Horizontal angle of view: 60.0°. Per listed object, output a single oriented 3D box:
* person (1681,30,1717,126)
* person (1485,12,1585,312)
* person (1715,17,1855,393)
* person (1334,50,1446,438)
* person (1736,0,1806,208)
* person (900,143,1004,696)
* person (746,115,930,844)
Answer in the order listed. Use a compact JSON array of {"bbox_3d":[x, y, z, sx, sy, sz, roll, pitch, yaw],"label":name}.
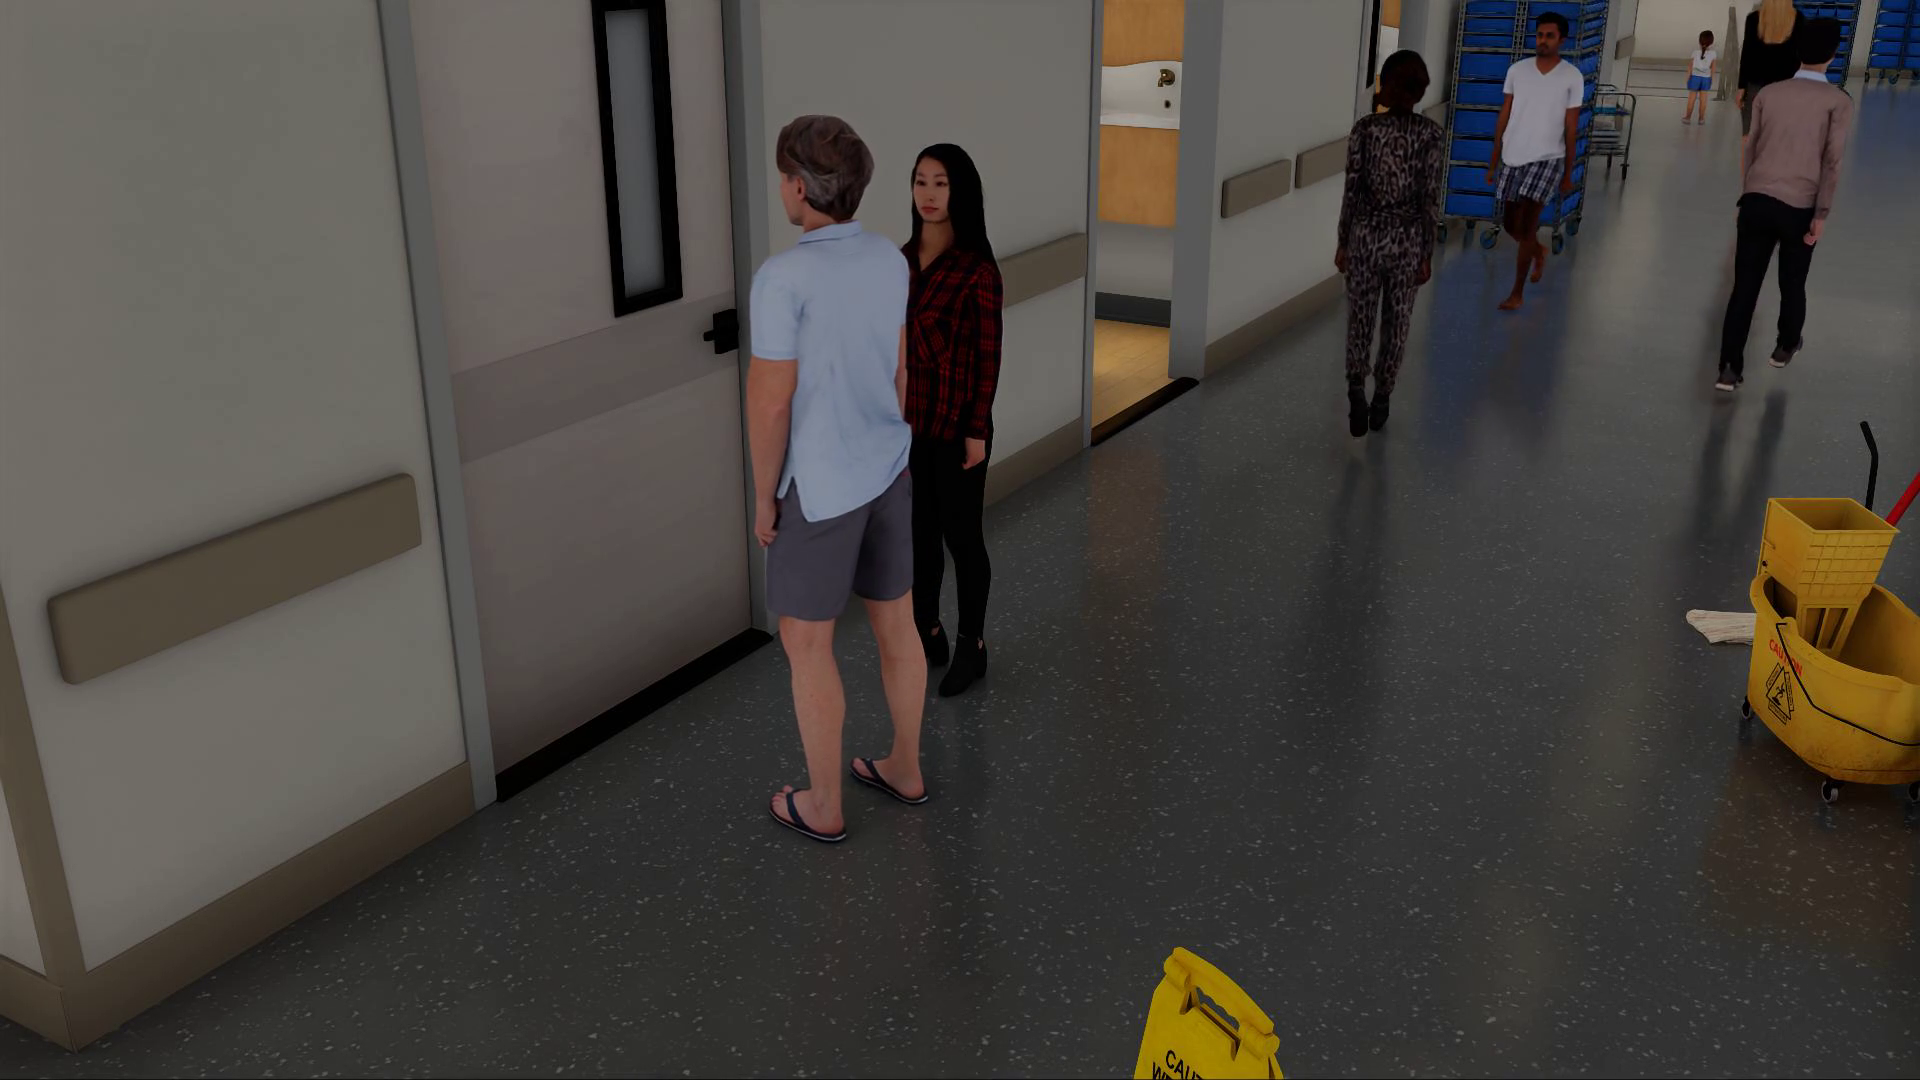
[{"bbox_3d":[8.334,-5.206,18.716,0.441,1.017,0.442,8,22,20],"label":"person"},{"bbox_3d":[3.462,-2.262,9.974,0.821,1.705,1.104,19,28,40],"label":"person"},{"bbox_3d":[3.946,-1.570,8.072,0.783,1.756,1.243,16,26,36],"label":"person"},{"bbox_3d":[1.857,-1.257,7.320,0.698,1.705,0.974,7,22,18],"label":"person"},{"bbox_3d":[6.220,-3.394,12.808,0.849,1.814,1.168,4,21,11],"label":"person"},{"bbox_3d":[-0.048,-0.351,4.992,0.626,1.660,0.575,18,27,39],"label":"person"},{"bbox_3d":[-0.286,-0.130,4.169,0.600,1.829,0.771,-18,27,-39],"label":"person"}]
